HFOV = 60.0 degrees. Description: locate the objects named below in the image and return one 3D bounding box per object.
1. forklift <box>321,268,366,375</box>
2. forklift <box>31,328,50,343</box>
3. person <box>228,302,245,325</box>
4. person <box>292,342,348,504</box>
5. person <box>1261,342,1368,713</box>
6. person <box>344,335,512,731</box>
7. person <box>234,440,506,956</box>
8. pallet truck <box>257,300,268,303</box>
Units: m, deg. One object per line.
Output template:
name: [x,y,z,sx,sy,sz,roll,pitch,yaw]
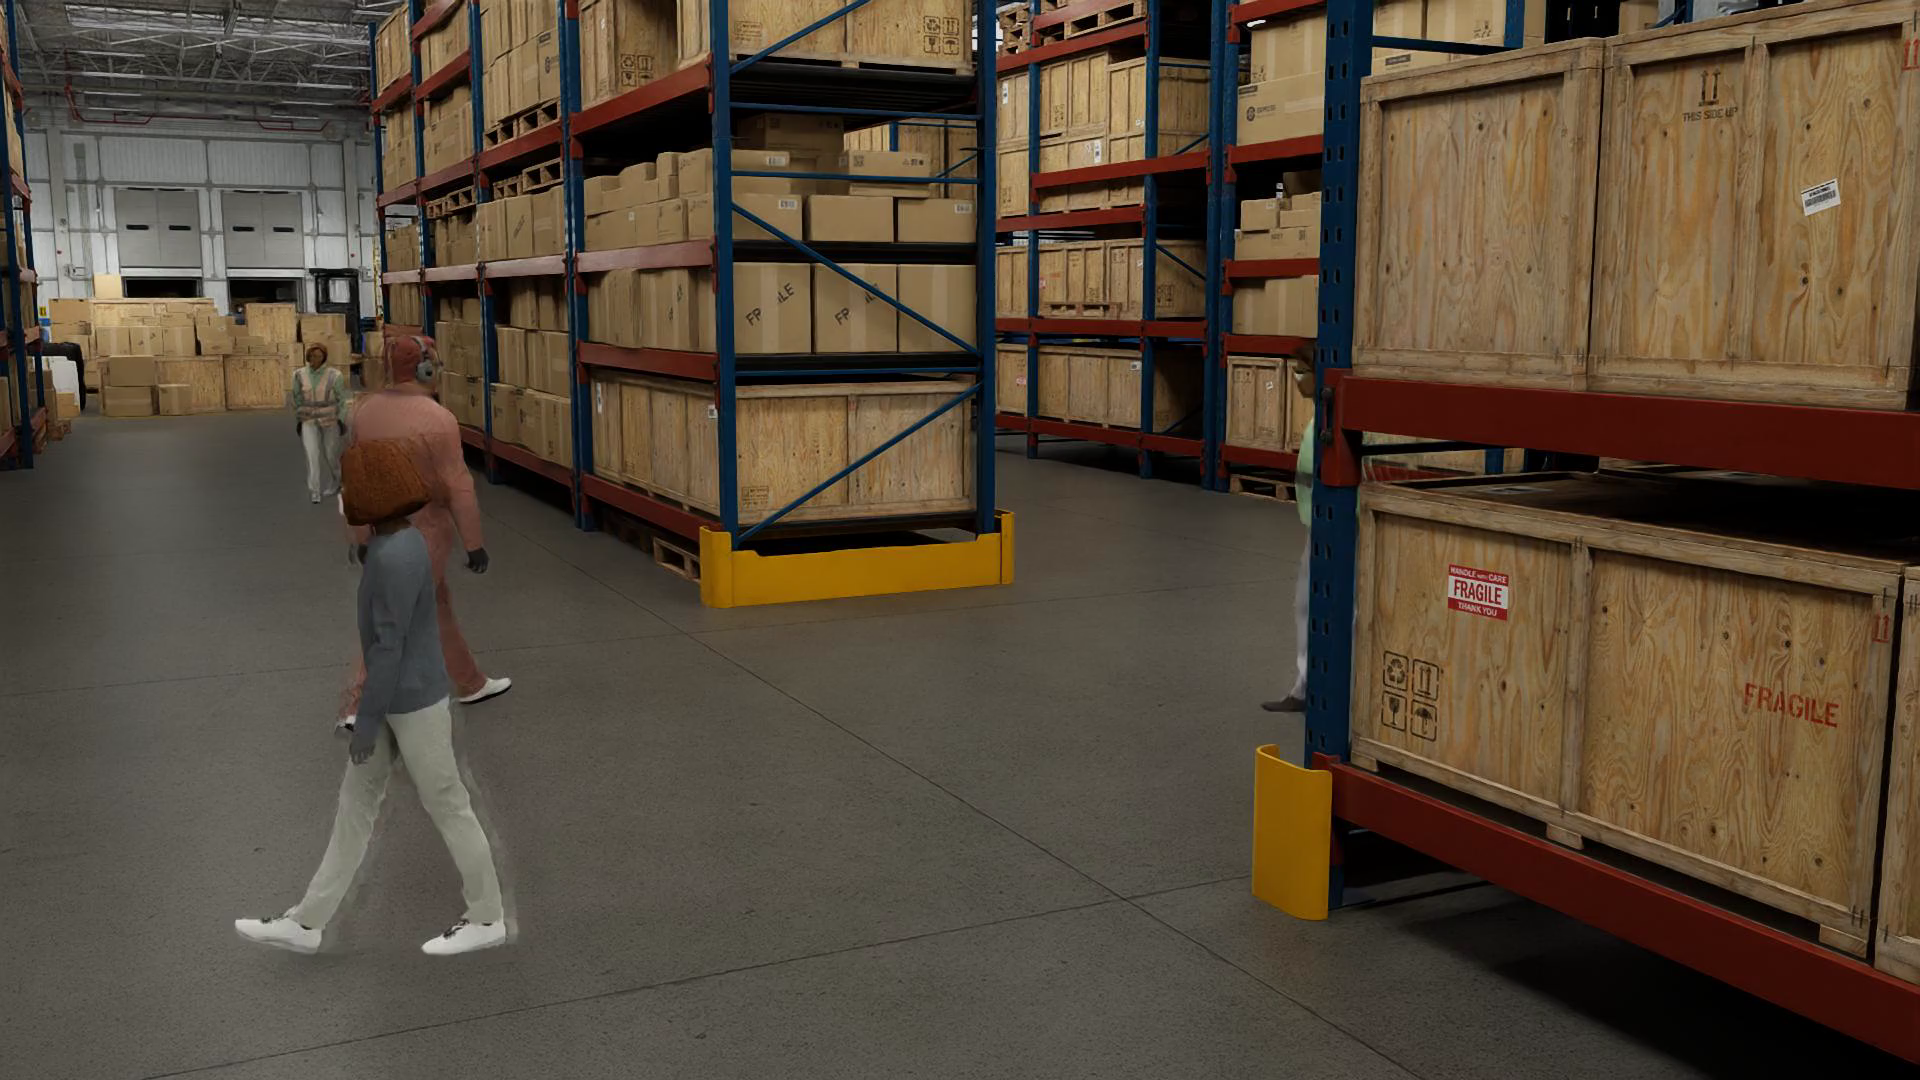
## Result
forklift: [-16.433,-5.812,44.169,1.129,2.768,1.873,-1,8,-9]
forklift: [-28.778,-6.719,50.422,1.873,2.768,1.129,-3,9,-19]
person: [-21.250,-6.053,49.120,0.665,1.918,0.539,-7,11,-40]
person: [-6.390,-1.185,16.666,0.523,1.597,0.783,-1,8,-8]
person: [1.842,-0.045,8.046,0.639,1.820,0.564,2,8,12]
person: [-2.559,-0.041,7.915,0.655,1.853,1.021,6,10,36]
person: [-1.781,0.503,4.991,0.818,1.589,0.526,-4,9,-23]
pallet truck: [-23.913,-7.404,58.171,1.885,1.965,0.823,-1,8,-9]
